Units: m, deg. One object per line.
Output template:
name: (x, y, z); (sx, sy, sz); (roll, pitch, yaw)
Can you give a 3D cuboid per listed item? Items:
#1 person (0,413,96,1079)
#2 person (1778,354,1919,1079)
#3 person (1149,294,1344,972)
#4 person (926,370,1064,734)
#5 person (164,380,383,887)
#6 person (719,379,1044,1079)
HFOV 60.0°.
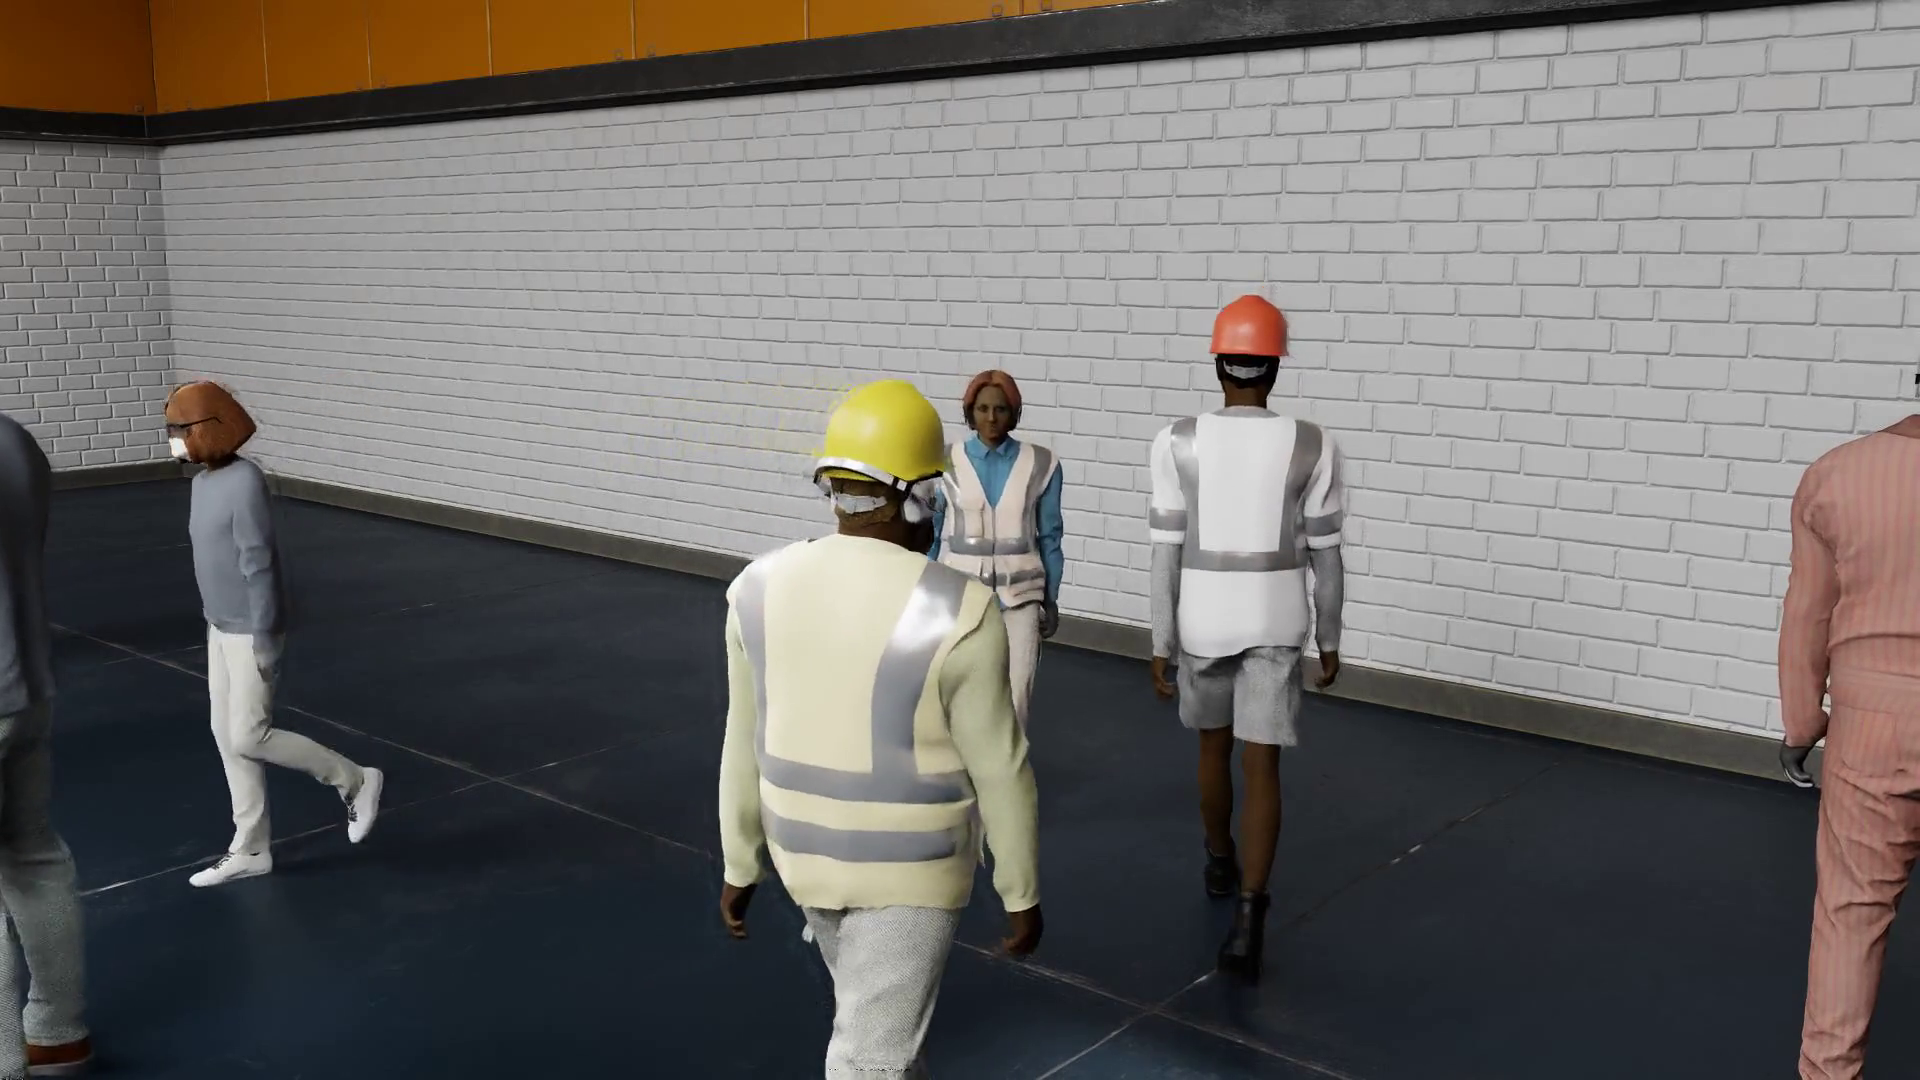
person: (-2.271, 0.404, 3.792); (0.368, 1.933, 0.632); (0, 10, 0)
person: (2.161, 0.439, 3.666); (0.653, 1.906, 0.405); (8, 13, 40)
person: (0.819, 0.247, 4.799); (0.559, 1.899, 0.964); (2, 10, 11)
person: (0.103, 0.197, 5.875); (0.525, 1.612, 0.723); (0, 10, 0)
person: (-2.223, 0.290, 5.334); (0.527, 1.612, 0.533); (-9, 13, -42)
person: (-0.143, 0.589, 3.168); (0.618, 1.780, 0.949); (7, 12, 33)
